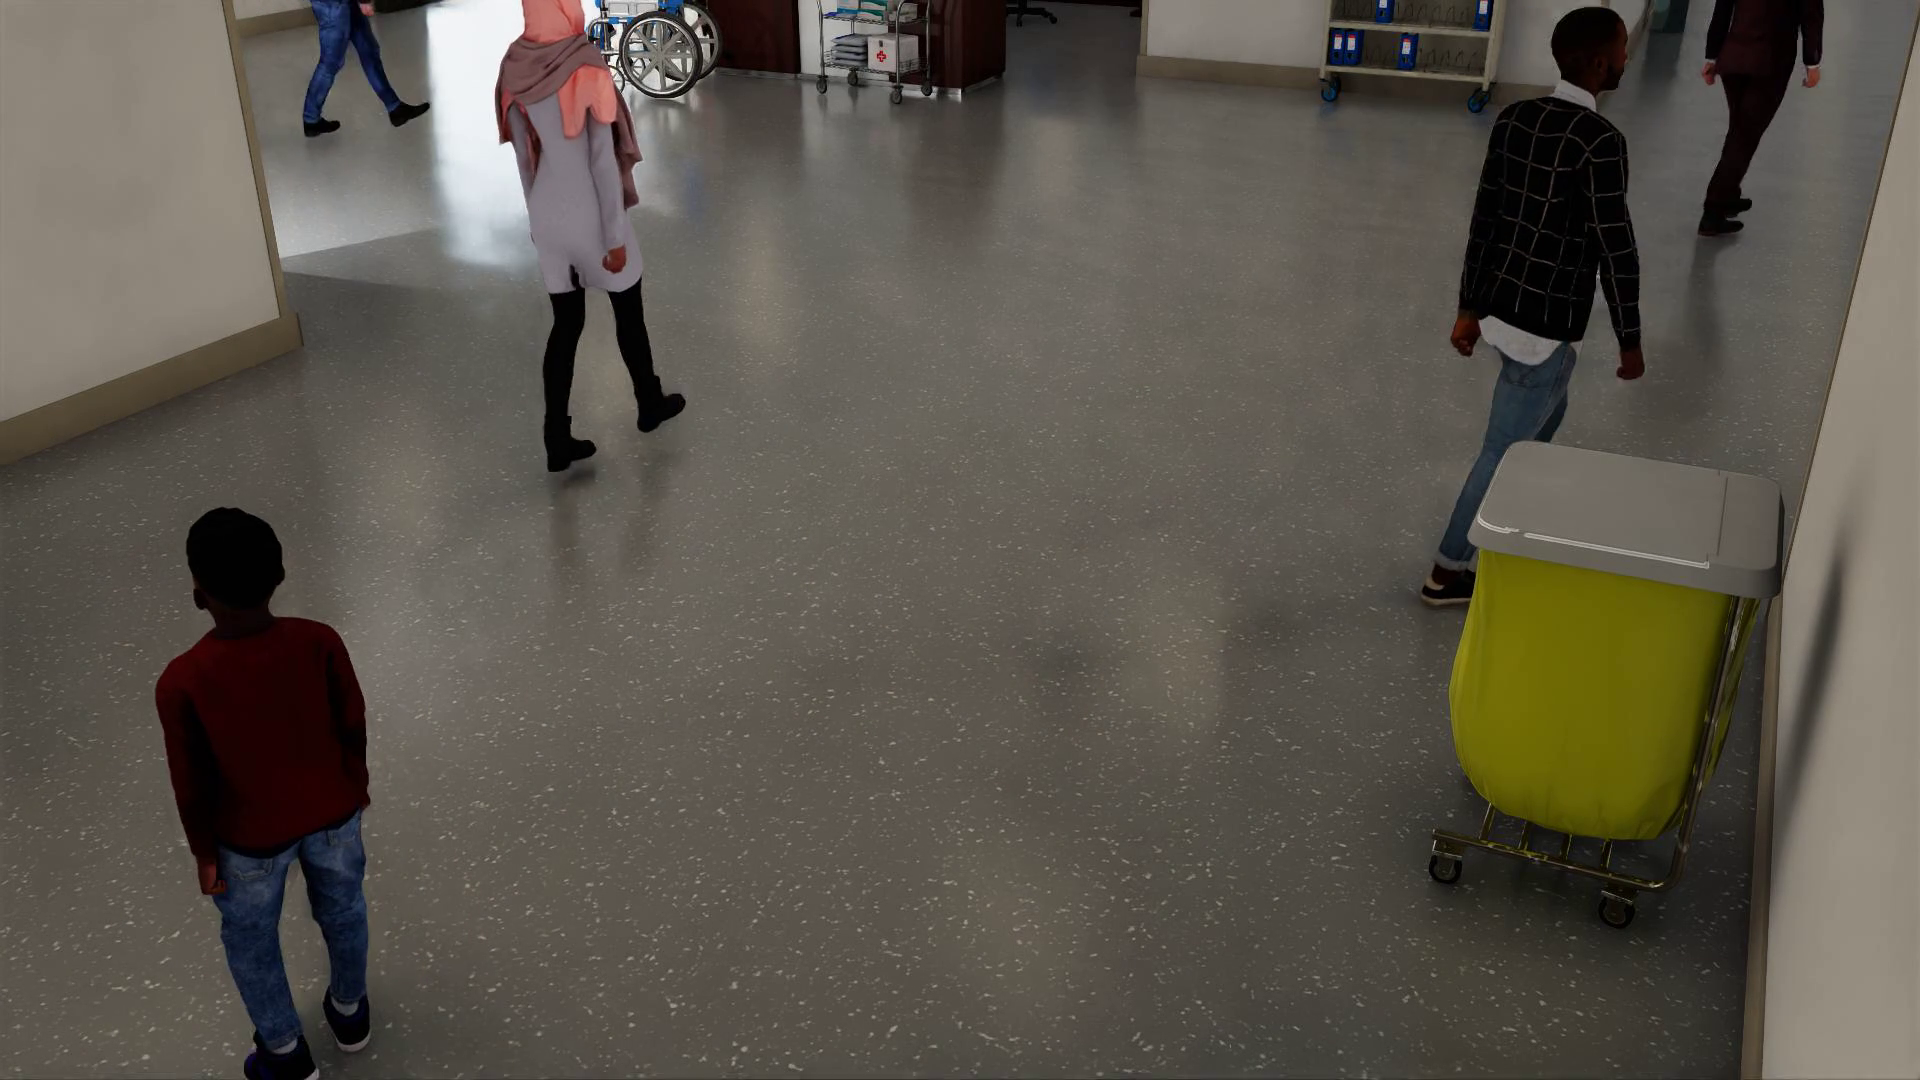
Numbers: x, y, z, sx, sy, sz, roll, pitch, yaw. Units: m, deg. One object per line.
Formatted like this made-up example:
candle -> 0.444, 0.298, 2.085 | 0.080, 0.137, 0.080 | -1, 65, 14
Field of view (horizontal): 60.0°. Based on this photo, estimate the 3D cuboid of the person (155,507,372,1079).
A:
person -> -1.269, 0.525, 3.162 | 0.627, 1.251, 0.681 | -17, 30, -31

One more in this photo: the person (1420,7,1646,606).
person -> 1.605, -0.618, 4.901 | 1.012, 1.798, 0.935 | -7, 27, -13

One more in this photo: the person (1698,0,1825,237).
person -> 4.168, -2.516, 8.788 | 1.005, 1.842, 0.977 | -14, 29, -27

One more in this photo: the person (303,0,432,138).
person -> -4.210, -3.580, 11.025 | 1.194, 1.816, 1.148 | -15, 29, -28

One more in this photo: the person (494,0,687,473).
person -> -1.404, -1.090, 5.912 | 0.938, 1.772, 0.711 | 11, 28, 21
